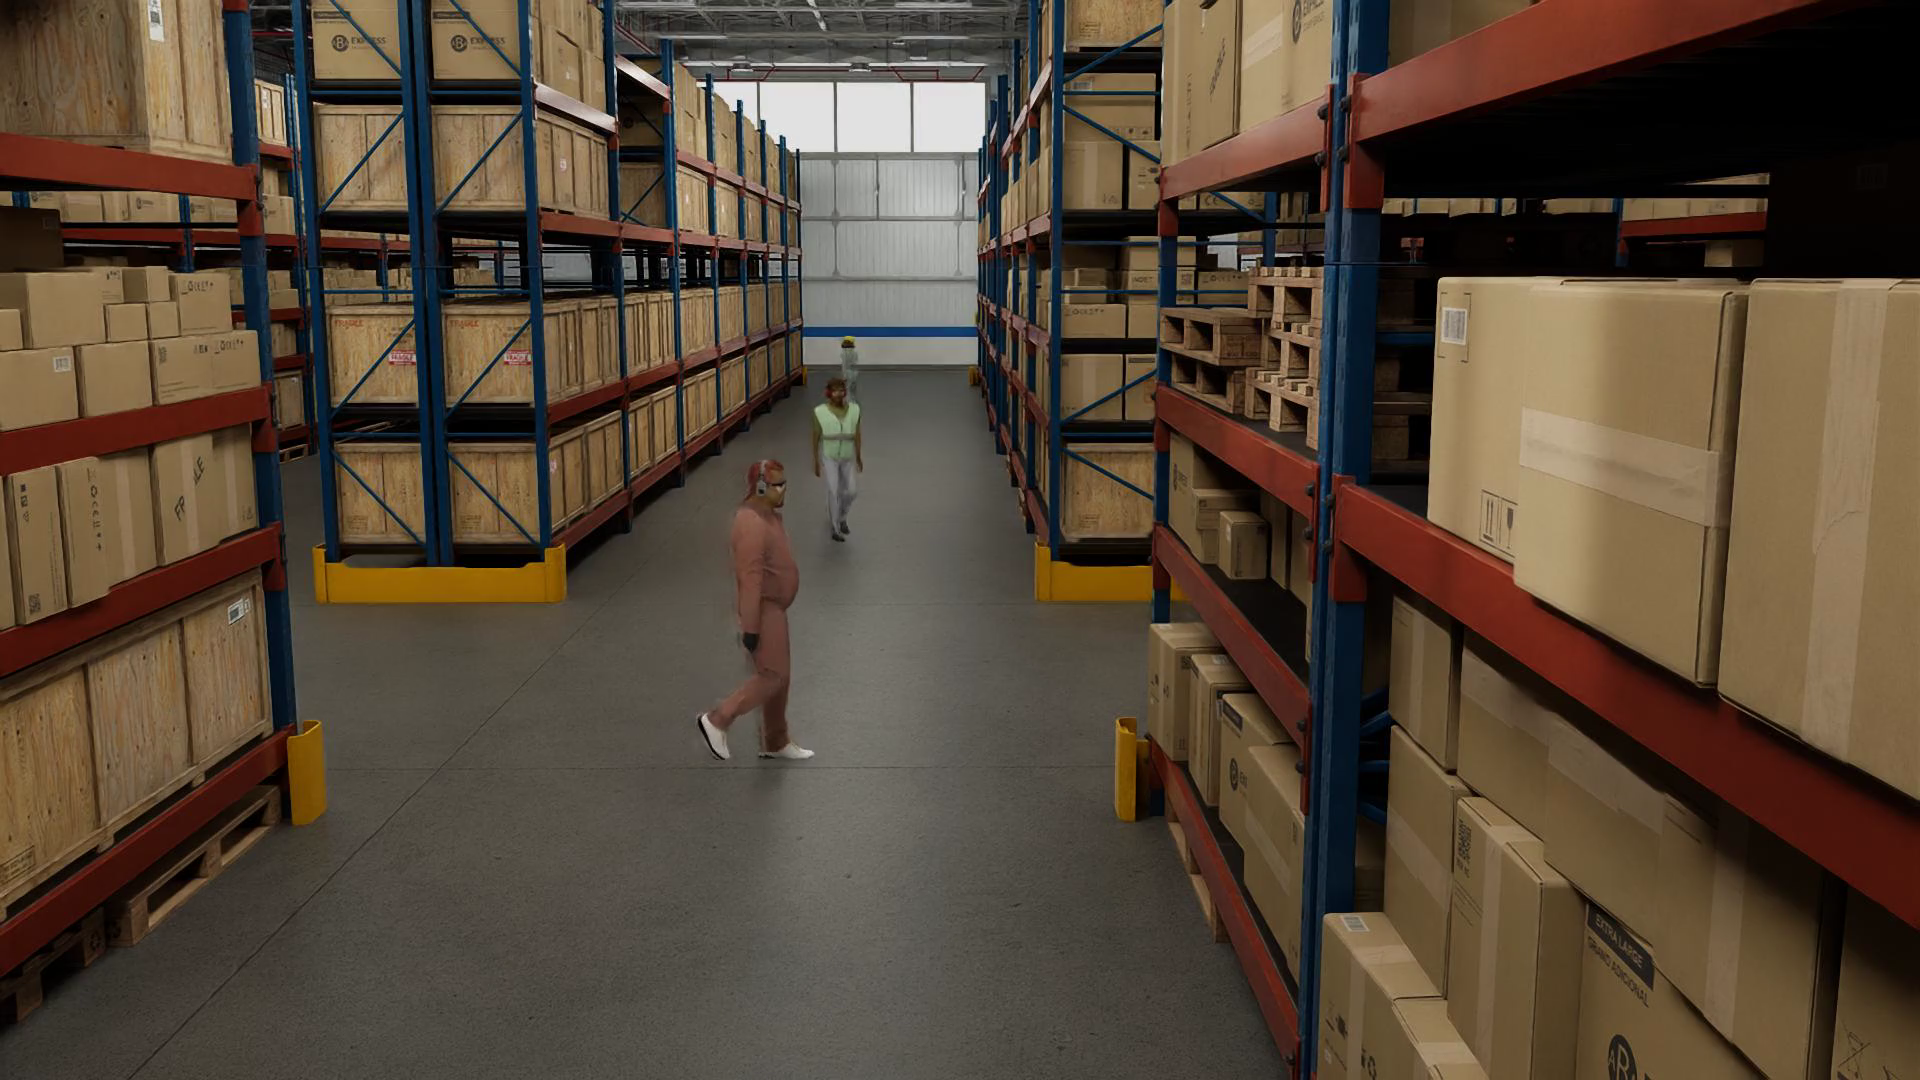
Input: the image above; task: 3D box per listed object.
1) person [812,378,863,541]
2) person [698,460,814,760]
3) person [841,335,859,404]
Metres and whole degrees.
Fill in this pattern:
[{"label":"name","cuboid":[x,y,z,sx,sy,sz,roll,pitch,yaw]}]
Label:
[{"label":"person","cuboid":[-1.367,-0.900,18.565,0.605,1.829,0.439,-4,10,-25]},{"label":"person","cuboid":[-1.239,0.449,10.147,0.594,1.892,0.649,0,9,-1]},{"label":"person","cuboid":[-2.220,-3.246,33.362,0.440,1.700,0.567,7,12,38]}]
